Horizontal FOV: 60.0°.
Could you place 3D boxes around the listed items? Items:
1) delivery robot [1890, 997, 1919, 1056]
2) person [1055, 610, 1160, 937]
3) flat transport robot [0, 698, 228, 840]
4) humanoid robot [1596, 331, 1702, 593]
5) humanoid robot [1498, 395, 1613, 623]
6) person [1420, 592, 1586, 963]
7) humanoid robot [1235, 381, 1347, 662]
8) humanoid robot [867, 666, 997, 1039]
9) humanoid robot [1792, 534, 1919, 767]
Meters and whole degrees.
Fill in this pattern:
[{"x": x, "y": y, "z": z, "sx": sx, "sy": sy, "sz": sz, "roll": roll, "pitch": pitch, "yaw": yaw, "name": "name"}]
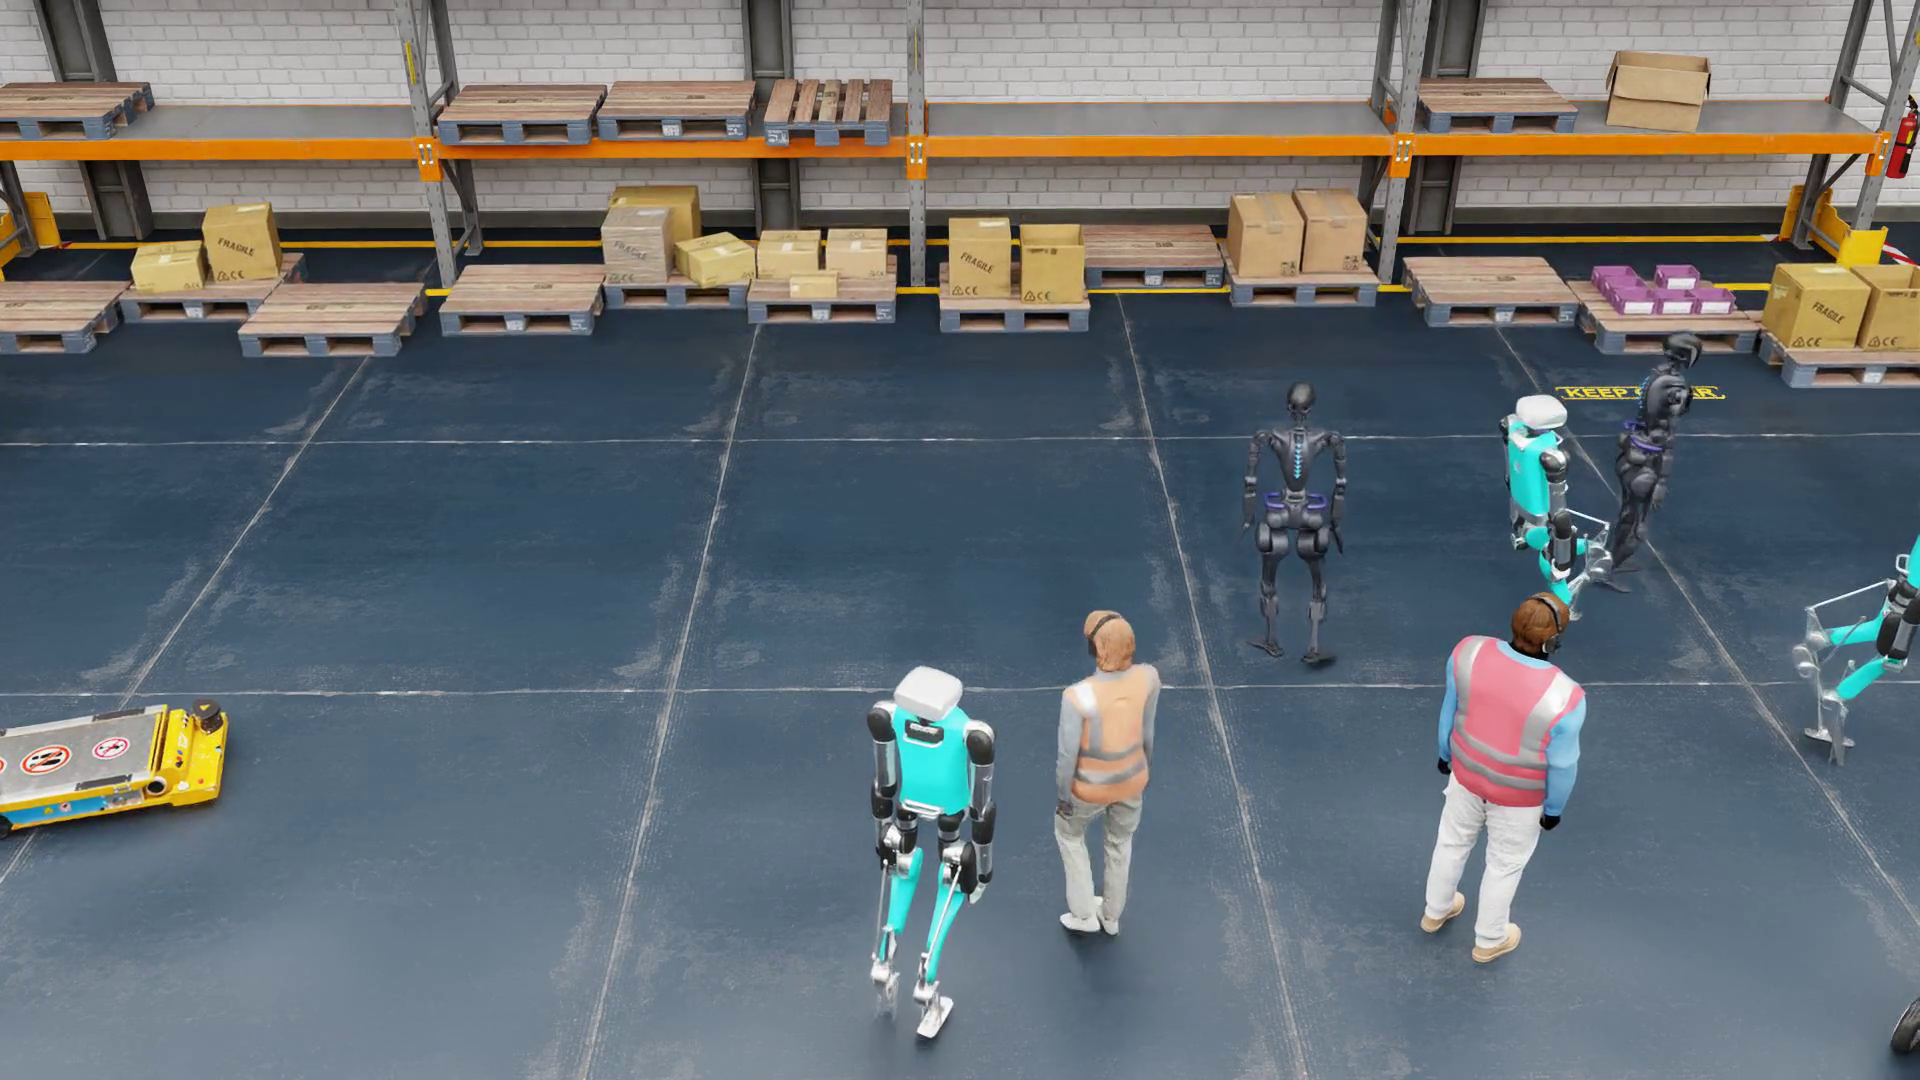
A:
[{"x": 4.294, "y": 1.955, "z": 6.893, "sx": 0.807, "sy": 0.609, "sz": 0.499, "roll": -23, "pitch": 38, "yaw": -33, "name": "delivery robot"}, {"x": 0.636, "y": 1.056, "z": 7.339, "sx": 0.520, "sy": 1.614, "sz": 0.387, "roll": -13, "pitch": 34, "yaw": -21, "name": "person"}, {"x": -4.520, "y": 1.181, "z": 8.445, "sx": 1.431, "sy": 0.231, "sz": 0.659, "roll": -9, "pitch": 32, "yaw": -14, "name": "flat transport robot"}, {"x": 4.049, "y": -0.485, "z": 9.872, "sx": 0.377, "sy": 1.649, "sz": 0.600, "roll": 2, "pitch": 31, "yaw": 3, "name": "humanoid robot"}, {"x": 3.335, "y": -0.033, "z": 9.085, "sx": 0.992, "sy": 1.735, "sz": 0.576, "roll": -8, "pitch": 32, "yaw": -13, "name": "humanoid robot"}, {"x": 2.352, "y": 1.022, "z": 7.197, "sx": 0.432, "sy": 1.836, "sz": 0.628, "roll": -26, "pitch": 39, "yaw": -36, "name": "person"}, {"x": 1.845, "y": -0.068, "z": 9.163, "sx": 0.620, "sy": 1.647, "sz": 0.429, "roll": 4, "pitch": 31, "yaw": 7, "name": "humanoid robot"}, {"x": -0.178, "y": 1.415, "z": 6.682, "sx": 0.539, "sy": 1.849, "sz": 0.672, "roll": 12, "pitch": 33, "yaw": 18, "name": "humanoid robot"}, {"x": 4.523, "y": 0.432, "z": 8.355, "sx": 0.743, "sy": 1.891, "sz": 0.546, "roll": 16, "pitch": 34, "yaw": 25, "name": "humanoid robot"}]
